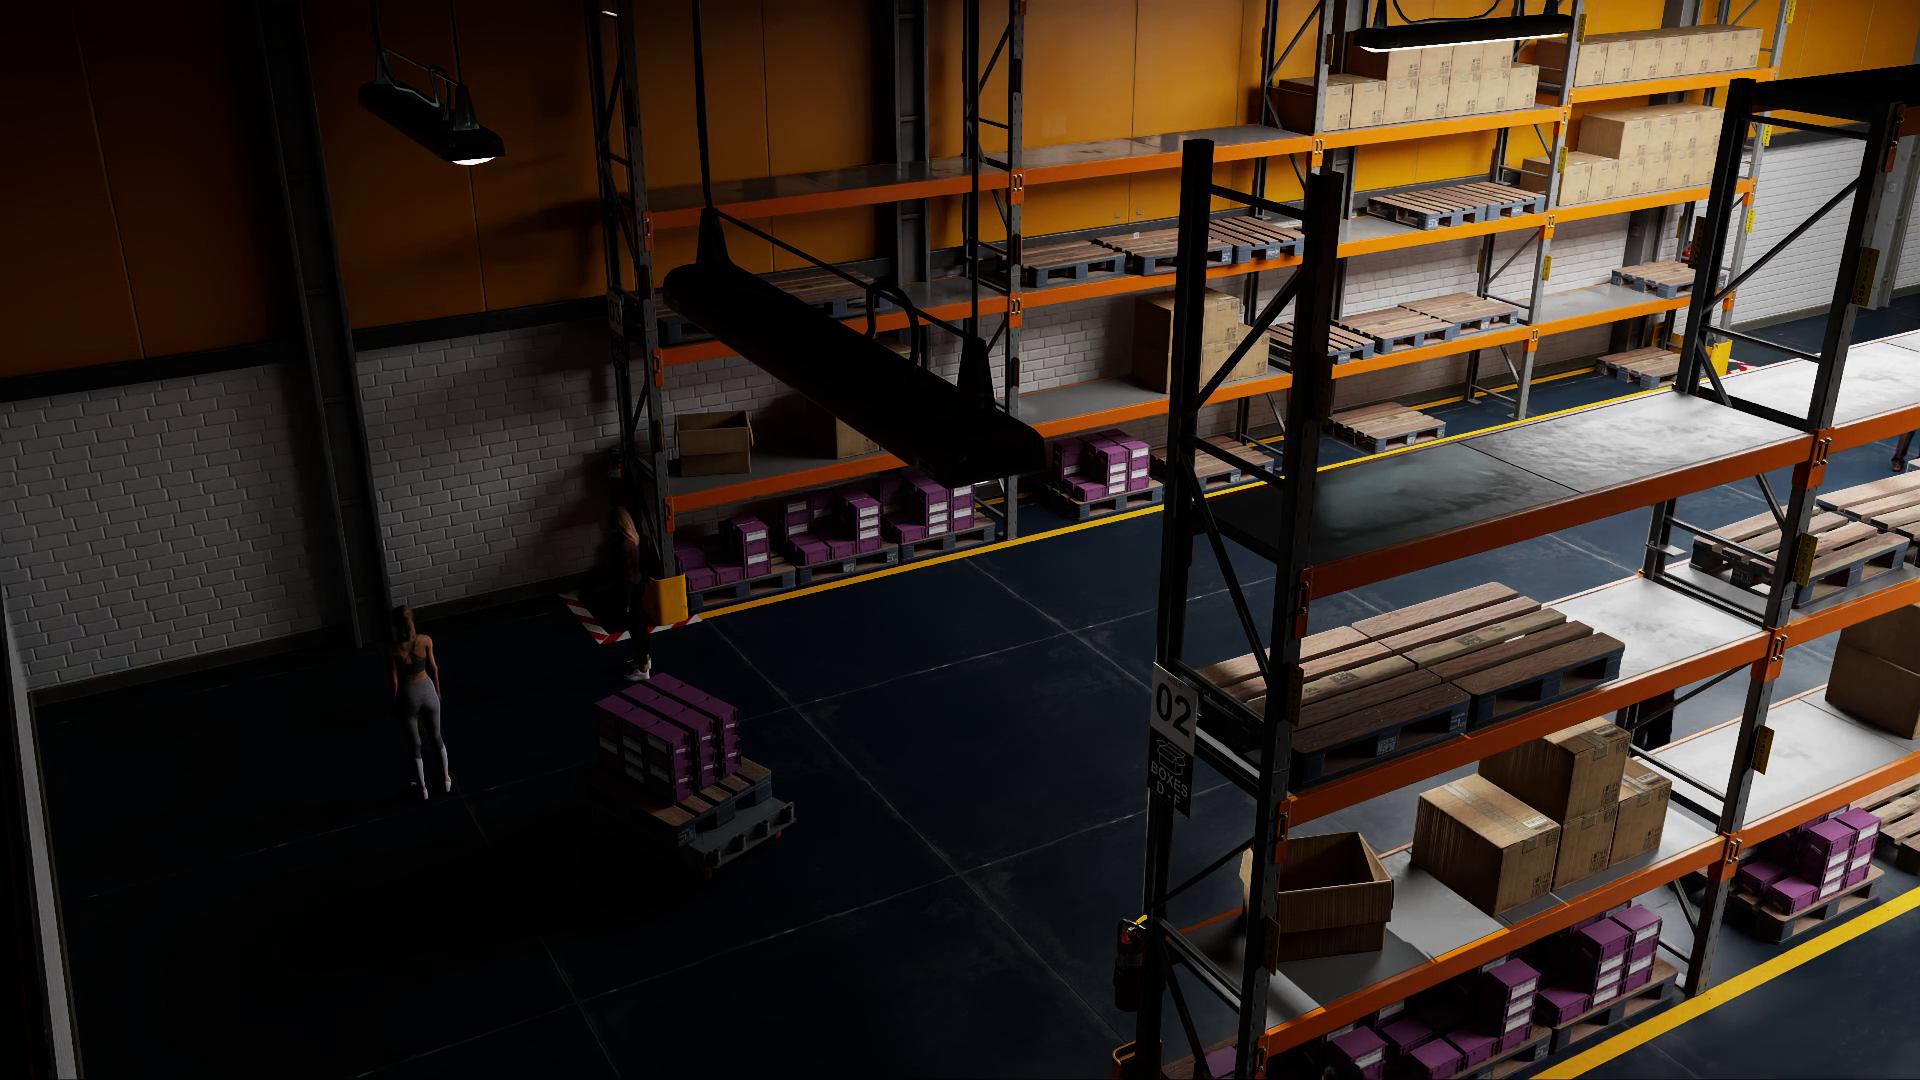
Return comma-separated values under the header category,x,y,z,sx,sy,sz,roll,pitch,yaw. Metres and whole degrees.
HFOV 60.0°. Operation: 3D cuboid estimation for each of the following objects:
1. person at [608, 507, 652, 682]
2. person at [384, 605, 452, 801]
category,x,y,z,sx,sy,sz,roll,pitch,yaw
person,-3.024,0.483,15.309,0.672,1.703,0.678,0,24,-1
person,-4.386,1.300,13.435,0.480,1.707,0.629,-15,28,-30
